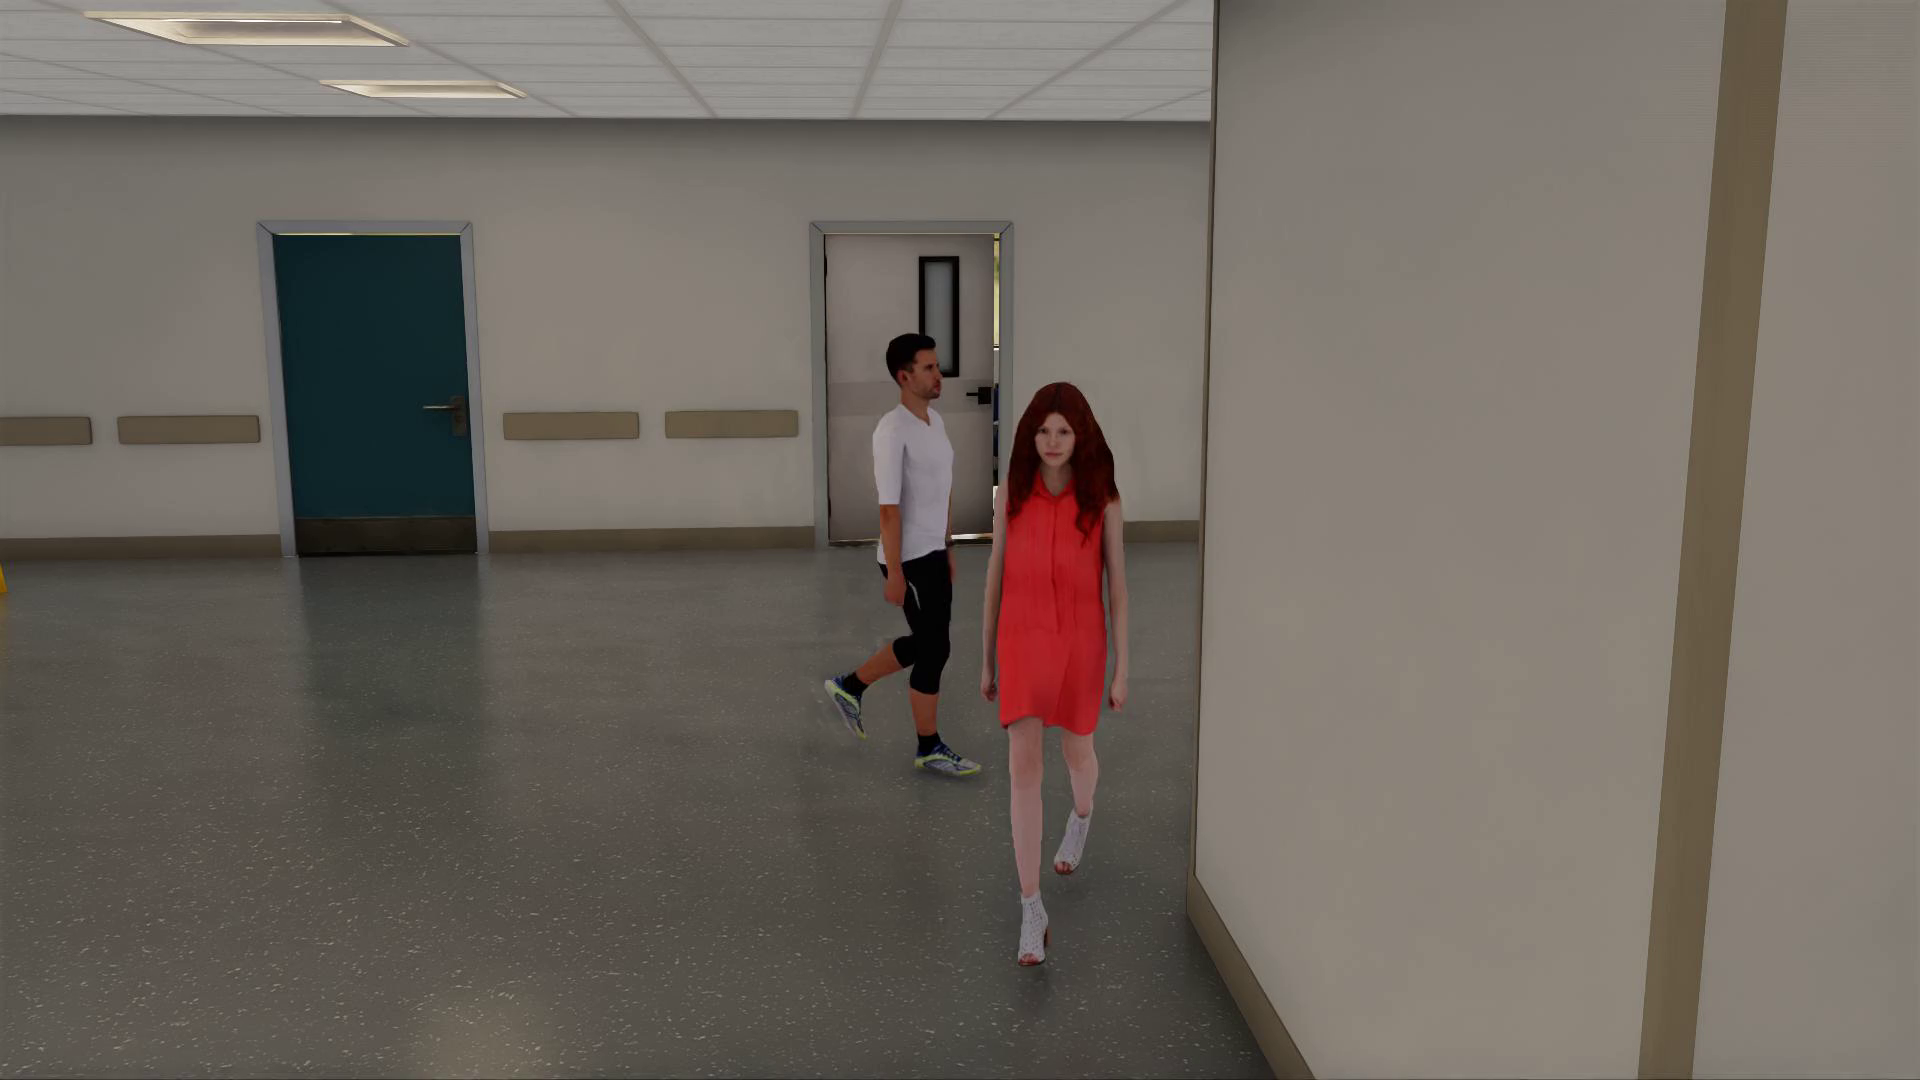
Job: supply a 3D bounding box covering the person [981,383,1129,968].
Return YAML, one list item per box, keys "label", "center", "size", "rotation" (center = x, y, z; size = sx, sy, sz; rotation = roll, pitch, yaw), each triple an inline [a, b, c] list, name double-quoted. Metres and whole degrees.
- label: "person"
  center: [0.316, 0.401, 5.355]
  size: [1.135, 1.775, 0.885]
  rotation: [2, 11, 10]

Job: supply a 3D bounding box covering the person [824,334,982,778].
- label: "person"
  center: [-0.254, 0.064, 6.976]
  size: [1.112, 1.833, 0.942]
  rotation: [4, 12, 22]
